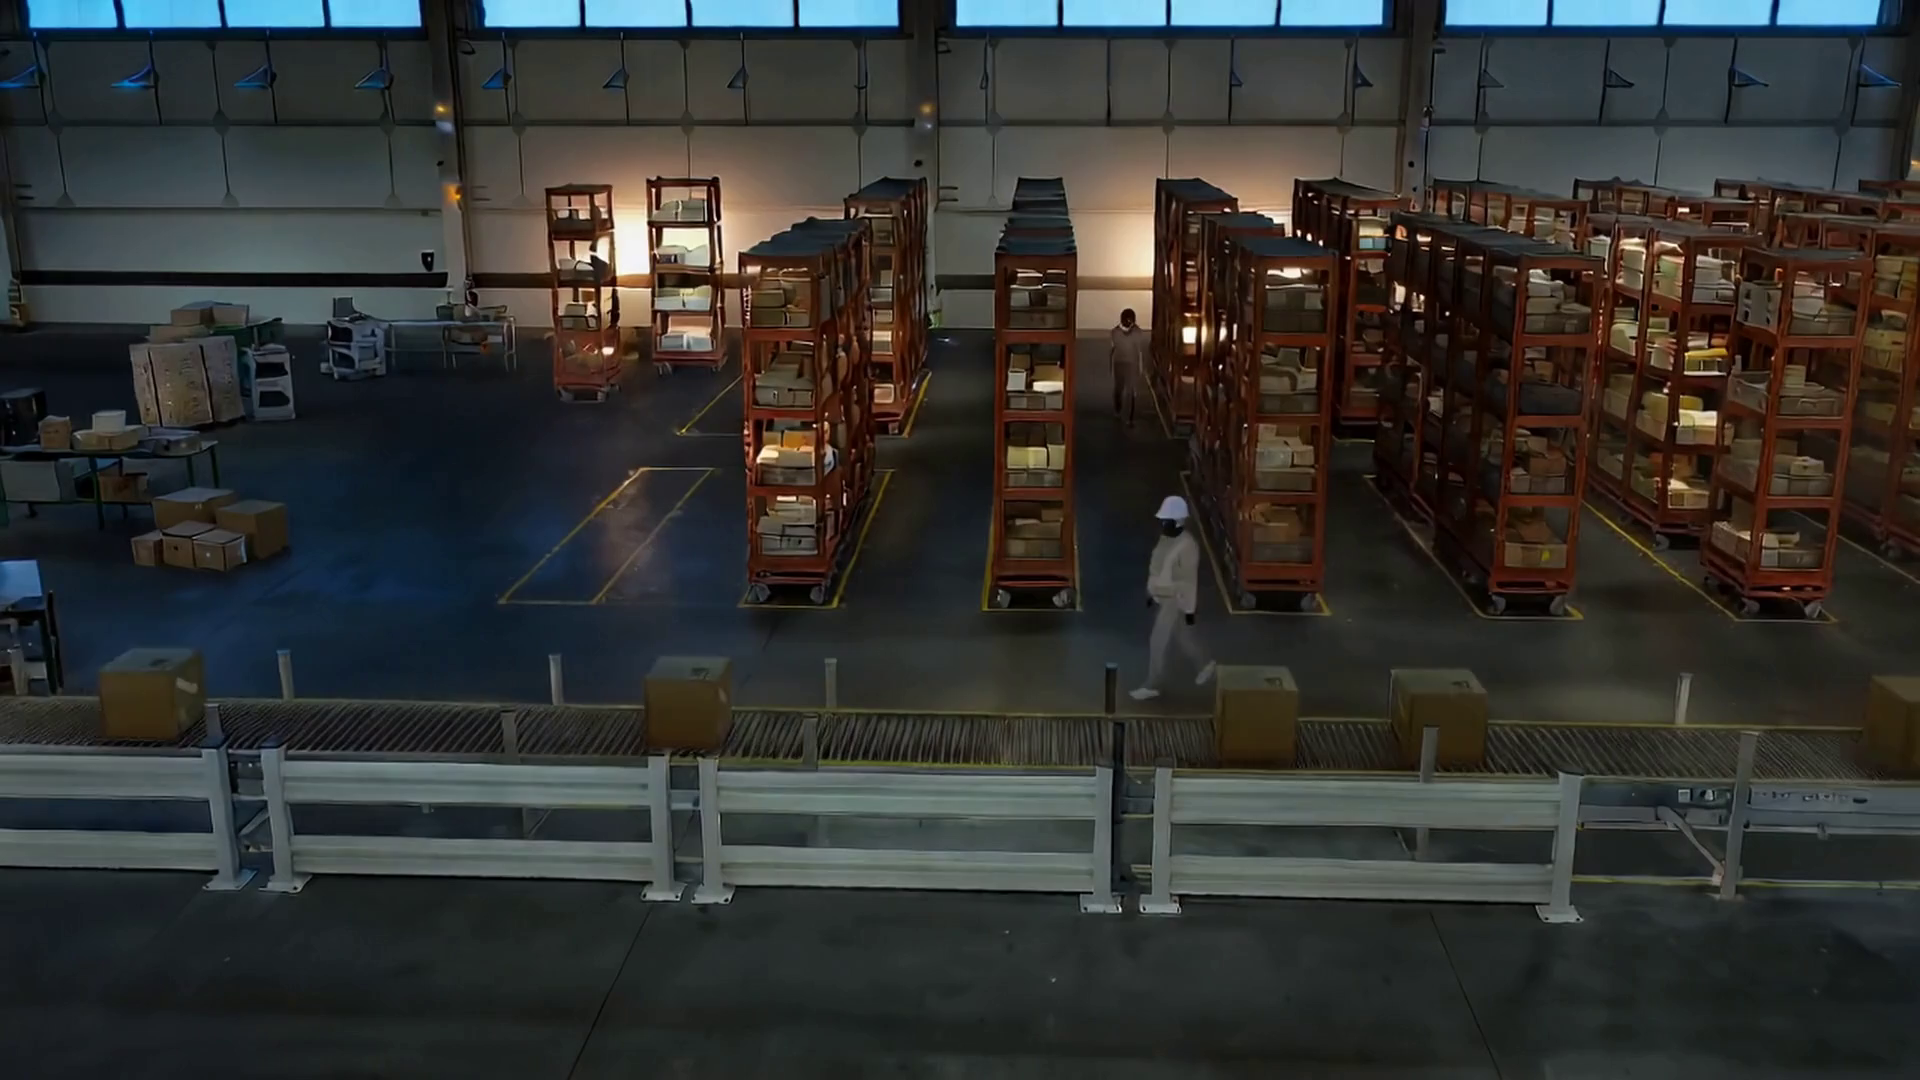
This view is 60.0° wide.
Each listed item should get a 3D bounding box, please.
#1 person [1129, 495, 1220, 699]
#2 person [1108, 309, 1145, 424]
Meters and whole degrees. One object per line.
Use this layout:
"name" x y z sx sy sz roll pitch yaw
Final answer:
"person" 1.892 0.473 14.378 0.840 1.801 0.591 -3 15 -12
"person" 2.638 -2.804 26.530 0.583 1.807 0.958 -1 15 -3
